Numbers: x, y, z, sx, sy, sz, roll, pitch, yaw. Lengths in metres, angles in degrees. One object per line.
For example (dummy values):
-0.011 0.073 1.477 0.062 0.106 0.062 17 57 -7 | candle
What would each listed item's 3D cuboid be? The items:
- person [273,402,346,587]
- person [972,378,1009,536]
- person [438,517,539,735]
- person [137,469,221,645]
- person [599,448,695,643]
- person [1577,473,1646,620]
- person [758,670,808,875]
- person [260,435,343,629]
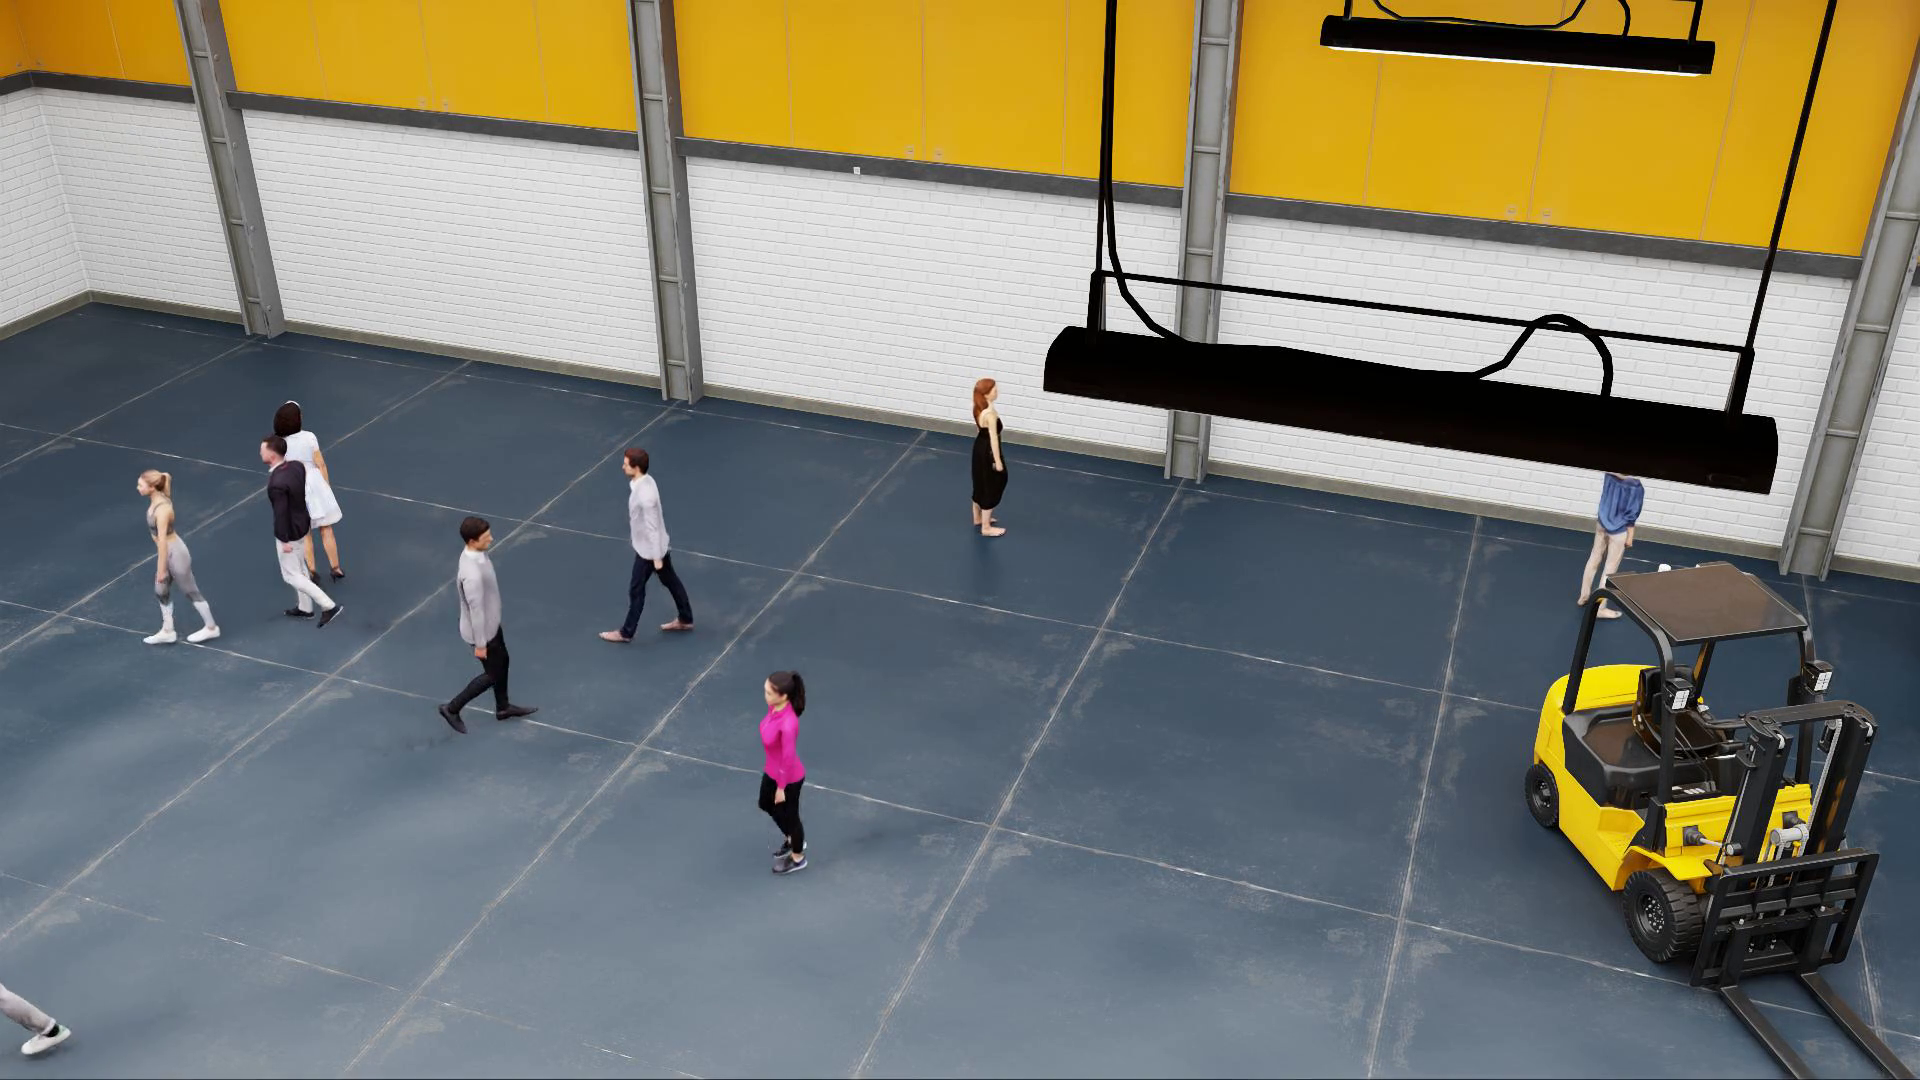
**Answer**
-5.995 -0.417 15.281 0.822 1.810 0.898 -4 29 -8 | person
0.244 -0.828 16.227 0.723 1.625 0.681 -8 30 -14 | person
-3.874 0.694 13.151 1.170 1.899 1.074 -8 30 -15 | person
-6.702 0.143 14.384 0.937 1.686 0.896 -15 32 -26 | person
-2.587 0.048 14.424 1.185 1.815 1.025 -5 29 -9 | person
5.830 -0.114 14.844 0.747 1.697 0.712 -8 30 -14 | person
-1.154 1.616 11.674 0.764 1.694 0.713 -10 30 -18 | person
-5.804 -0.073 14.627 0.949 1.831 0.810 3 29 5 | person
